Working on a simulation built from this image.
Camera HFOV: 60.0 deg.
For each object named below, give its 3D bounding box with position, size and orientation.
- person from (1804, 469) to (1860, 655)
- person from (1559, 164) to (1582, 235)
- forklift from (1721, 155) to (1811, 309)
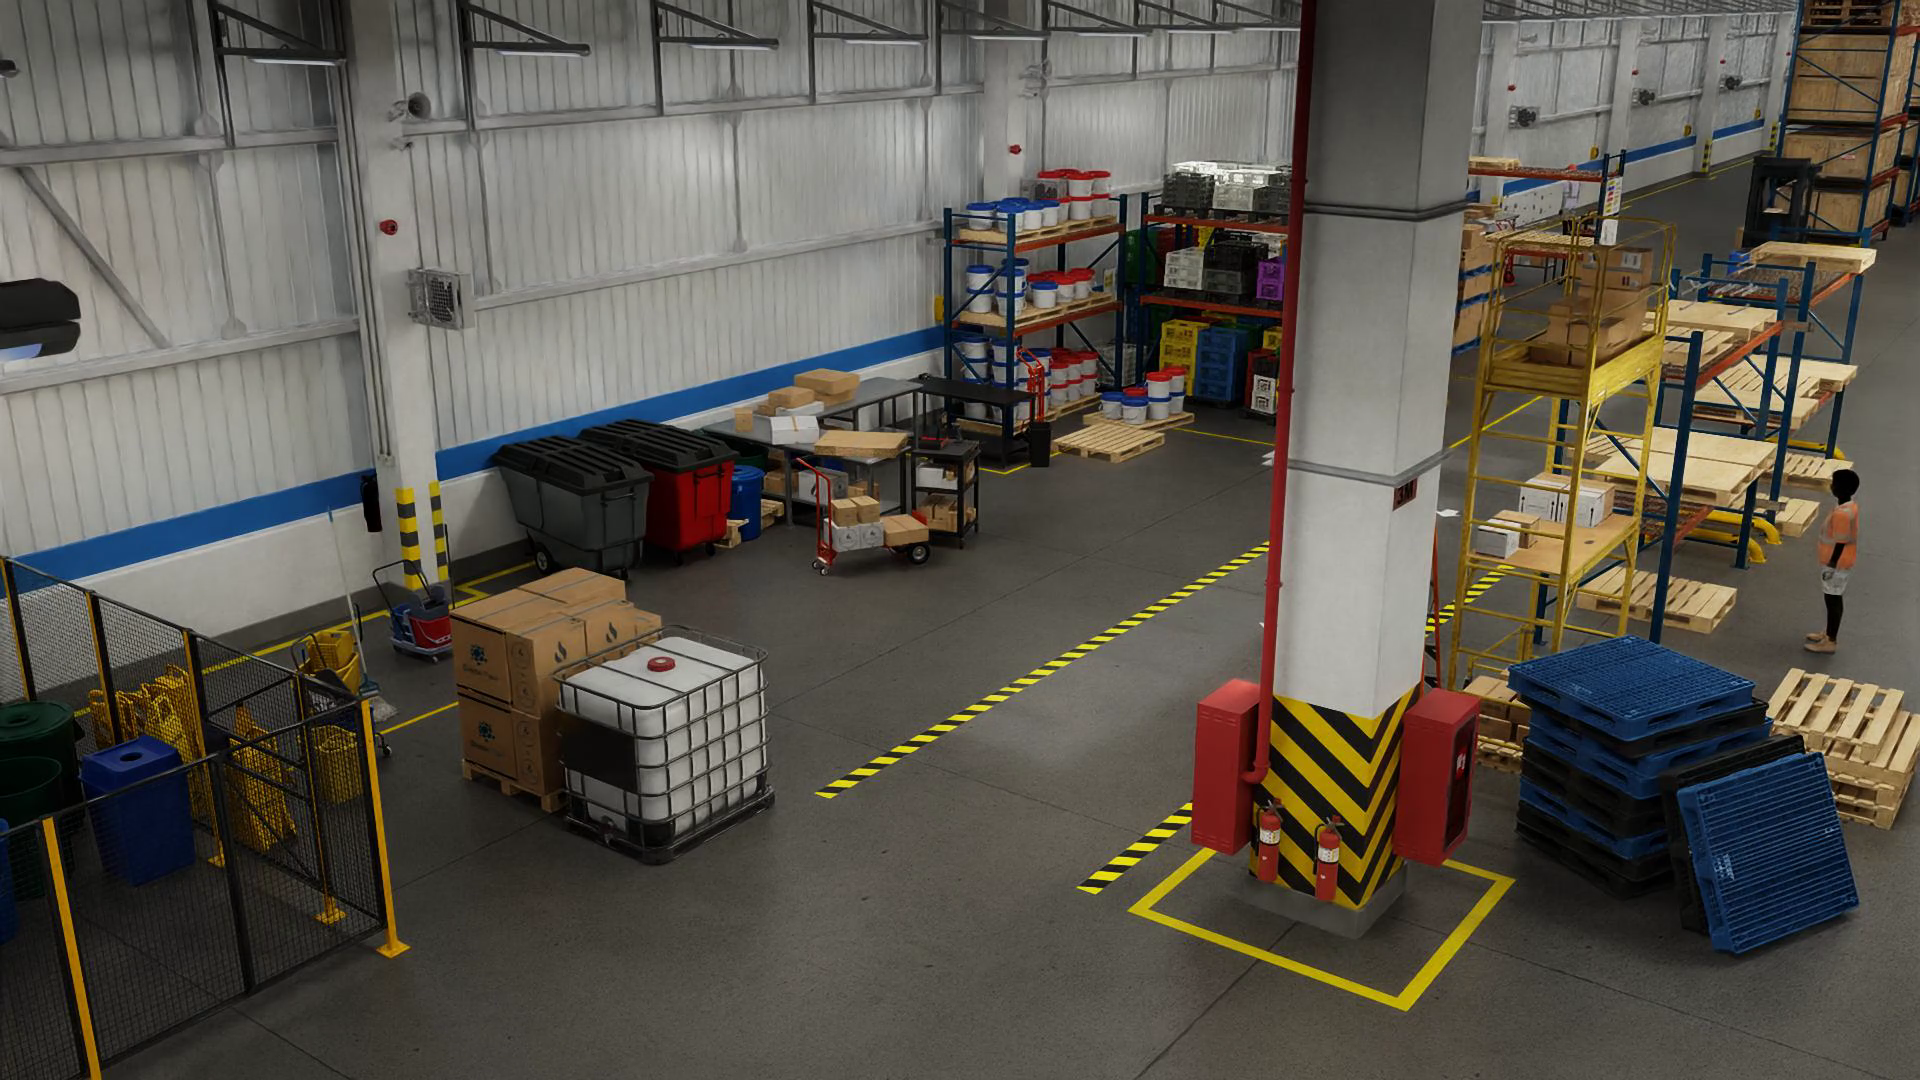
[{"bbox_3d":[7.848,0.189,14.909,0.320,1.698,0.537,12,21,32],"label":"person"},{"bbox_3d":[14.330,-7.864,39.184,0.543,1.938,0.357,-12,22,-32],"label":"person"},{"bbox_3d":[15.416,-5.871,31.589,1.129,2.768,1.873,13,22,34],"label":"forklift"}]
